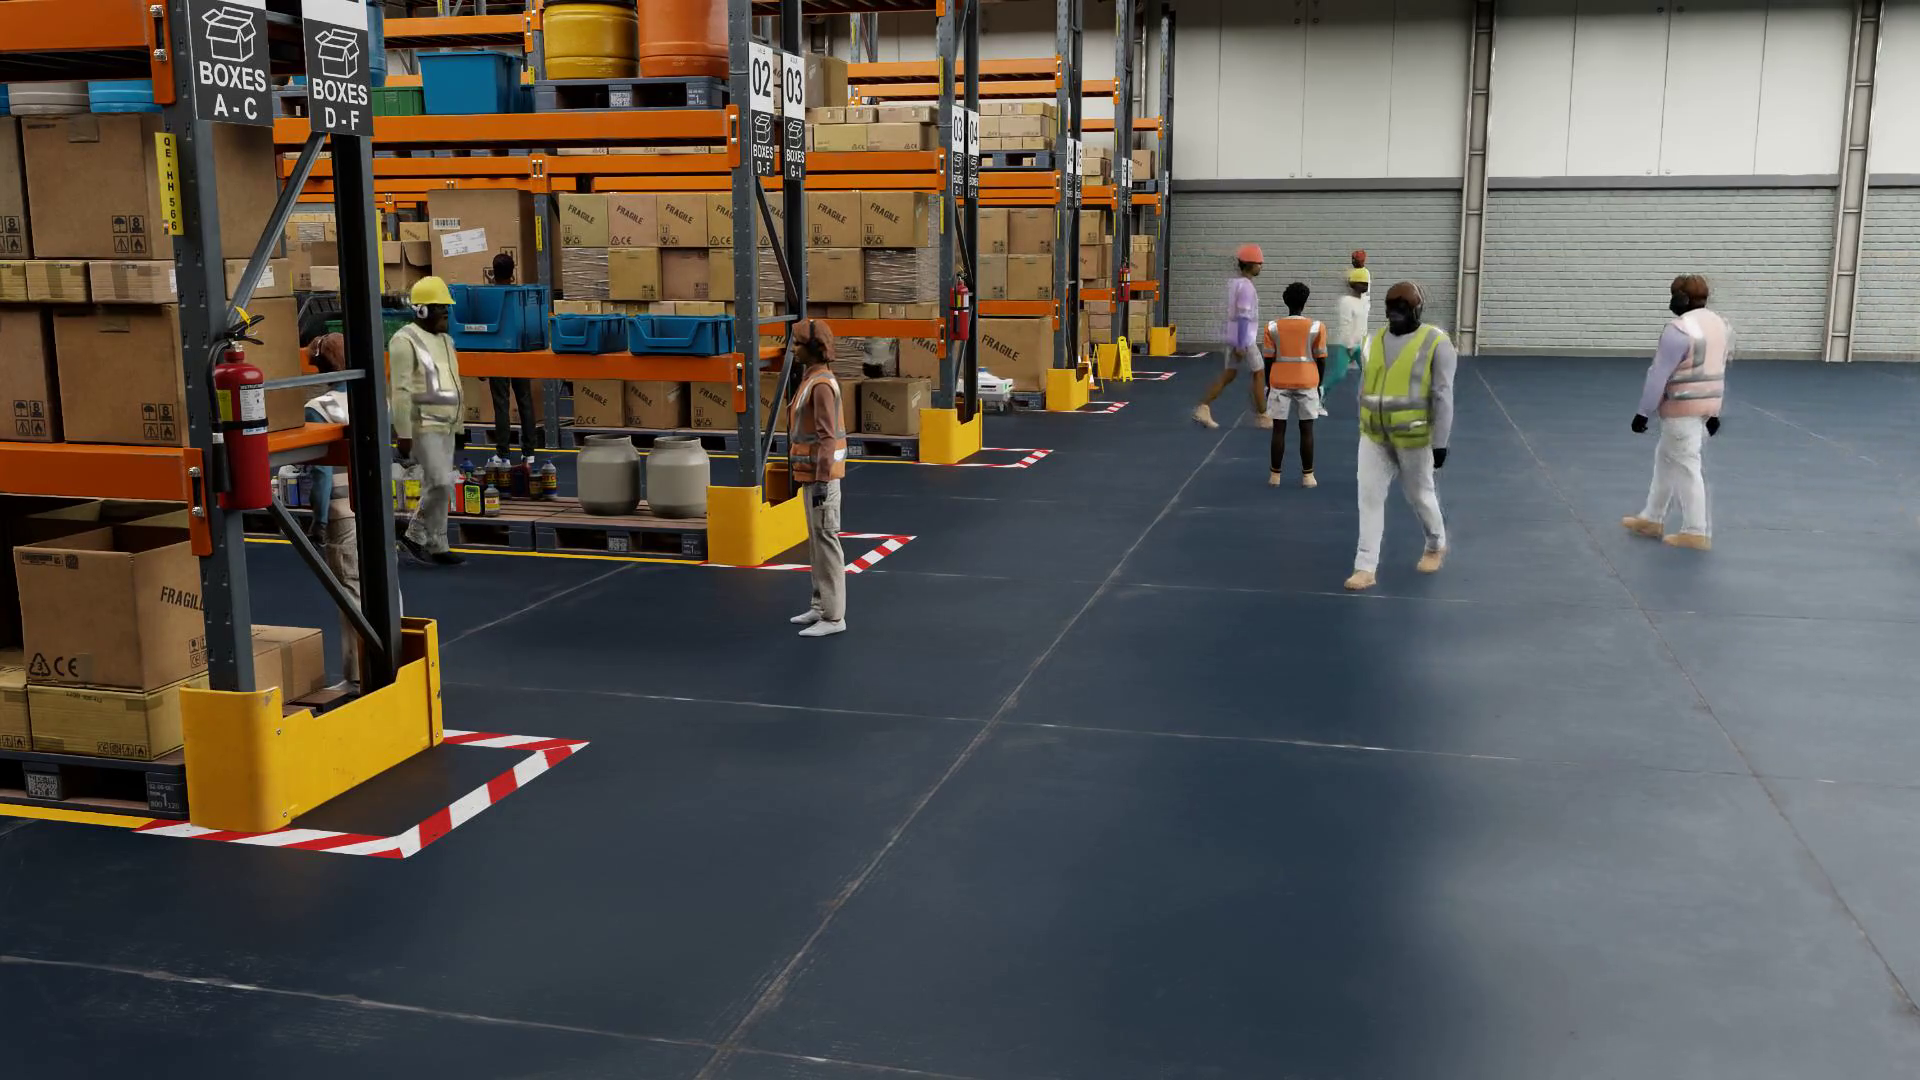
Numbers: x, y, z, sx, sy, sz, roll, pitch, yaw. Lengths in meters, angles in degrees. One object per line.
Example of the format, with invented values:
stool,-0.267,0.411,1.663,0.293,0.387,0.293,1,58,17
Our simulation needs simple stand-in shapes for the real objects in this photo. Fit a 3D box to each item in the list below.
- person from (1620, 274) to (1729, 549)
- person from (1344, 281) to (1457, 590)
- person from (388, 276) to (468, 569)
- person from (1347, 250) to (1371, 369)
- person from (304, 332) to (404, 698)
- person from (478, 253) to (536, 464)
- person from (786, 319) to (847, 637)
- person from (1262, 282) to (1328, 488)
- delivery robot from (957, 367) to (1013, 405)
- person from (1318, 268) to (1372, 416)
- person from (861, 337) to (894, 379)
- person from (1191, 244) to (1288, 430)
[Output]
person,4.749,-0.869,11.201,0.630,1.814,0.816,-9,13,-40
person,2.658,-0.635,9.914,0.636,1.809,0.909,9,14,42
person,-3.245,-0.705,10.247,0.420,1.819,0.620,2,10,11
person,6.357,-3.671,26.507,0.355,1.887,0.573,3,11,15
person,-2.717,-0.108,7.448,0.315,1.639,0.515,4,11,20
person,-4.113,-1.640,15.164,0.594,1.919,0.388,-8,13,-38
person,-0.739,-0.320,8.621,0.309,1.639,0.522,-2,10,-12
person,2.754,-1.268,13.717,0.533,1.697,0.318,3,11,15
delivery robot,0.255,-1.788,19.501,0.707,0.478,0.477,3,11,14
person,4.486,-2.266,19.156,0.524,1.729,0.868,-8,13,-37
person,-0.891,-2.344,18.979,0.558,1.946,0.635,4,11,20
person,3.003,-2.172,17.904,1.018,2.006,0.627,-1,10,-4
